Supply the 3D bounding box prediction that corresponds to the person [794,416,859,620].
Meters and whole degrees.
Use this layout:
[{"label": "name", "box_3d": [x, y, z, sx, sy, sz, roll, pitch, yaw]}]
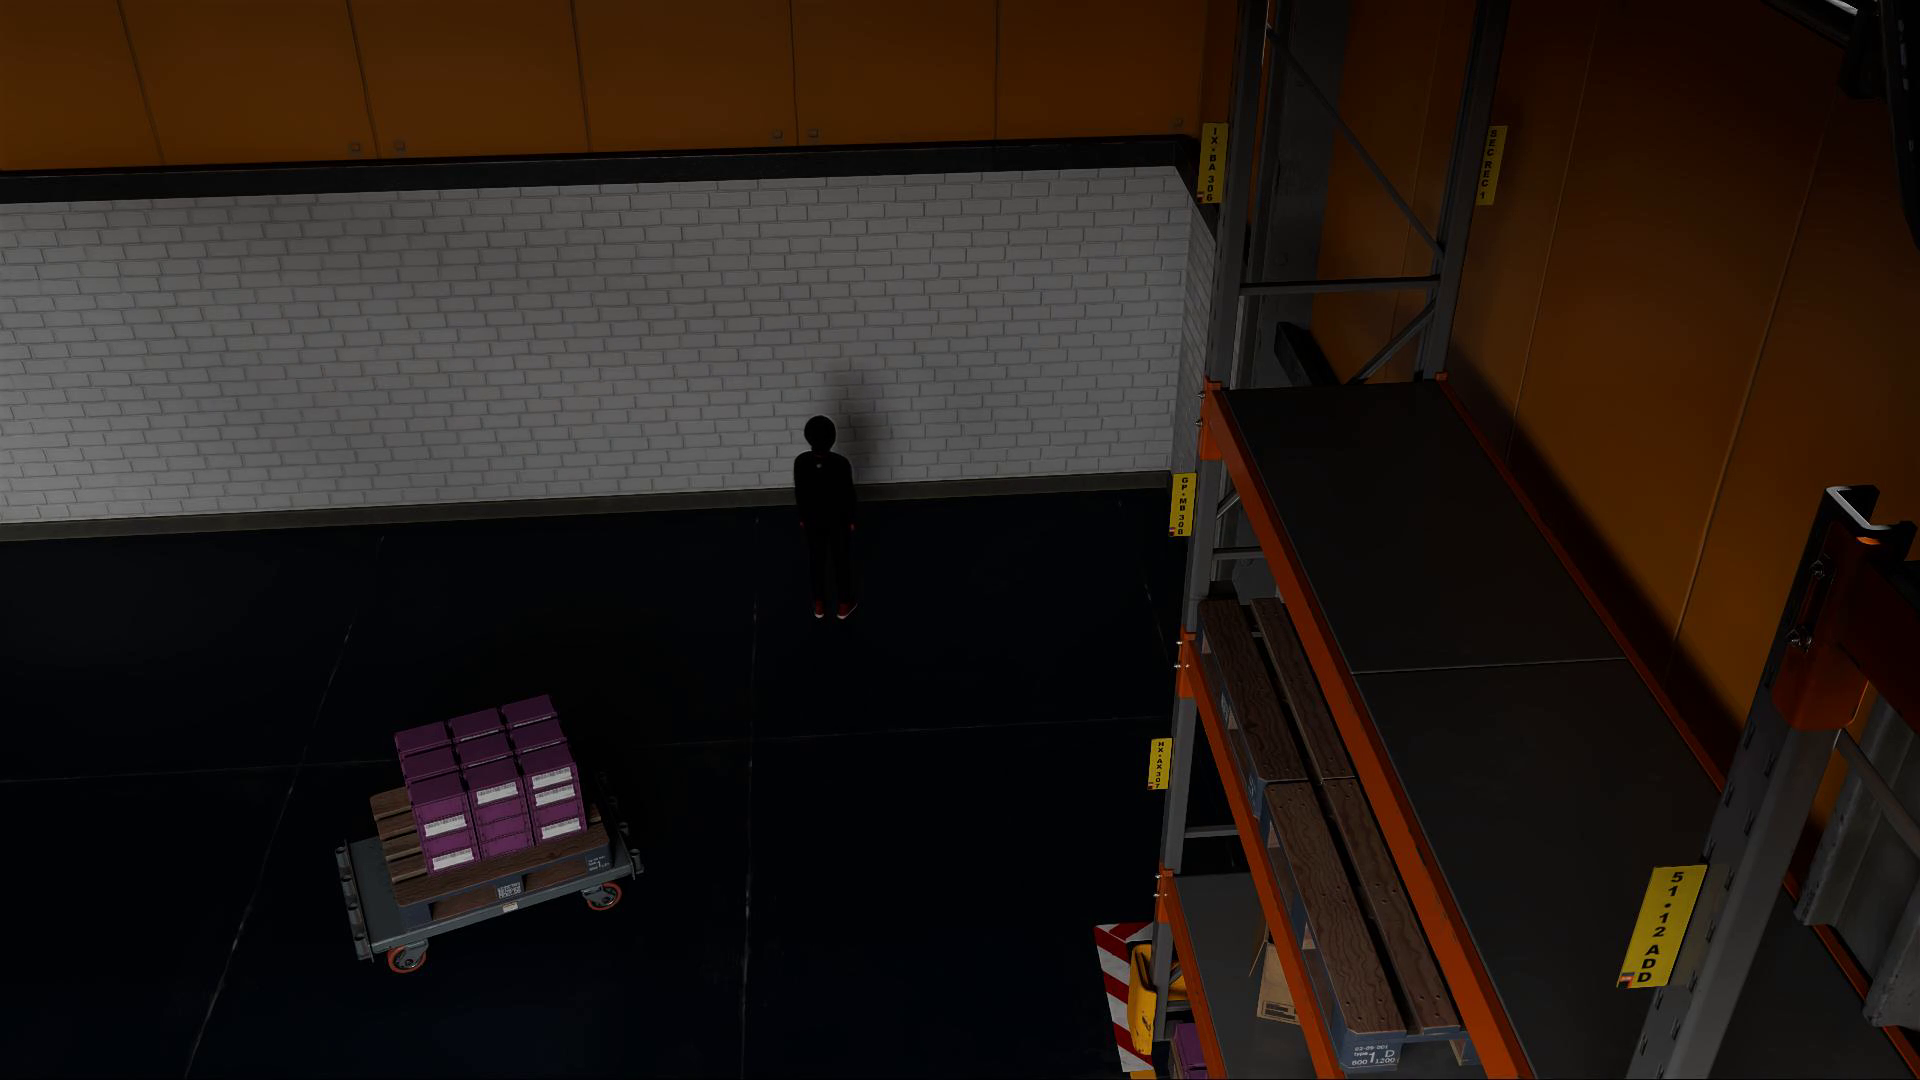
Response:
[{"label": "person", "box_3d": [-0.968, -0.159, 12.083, 0.646, 1.674, 0.616, 5, 34, 8]}]
